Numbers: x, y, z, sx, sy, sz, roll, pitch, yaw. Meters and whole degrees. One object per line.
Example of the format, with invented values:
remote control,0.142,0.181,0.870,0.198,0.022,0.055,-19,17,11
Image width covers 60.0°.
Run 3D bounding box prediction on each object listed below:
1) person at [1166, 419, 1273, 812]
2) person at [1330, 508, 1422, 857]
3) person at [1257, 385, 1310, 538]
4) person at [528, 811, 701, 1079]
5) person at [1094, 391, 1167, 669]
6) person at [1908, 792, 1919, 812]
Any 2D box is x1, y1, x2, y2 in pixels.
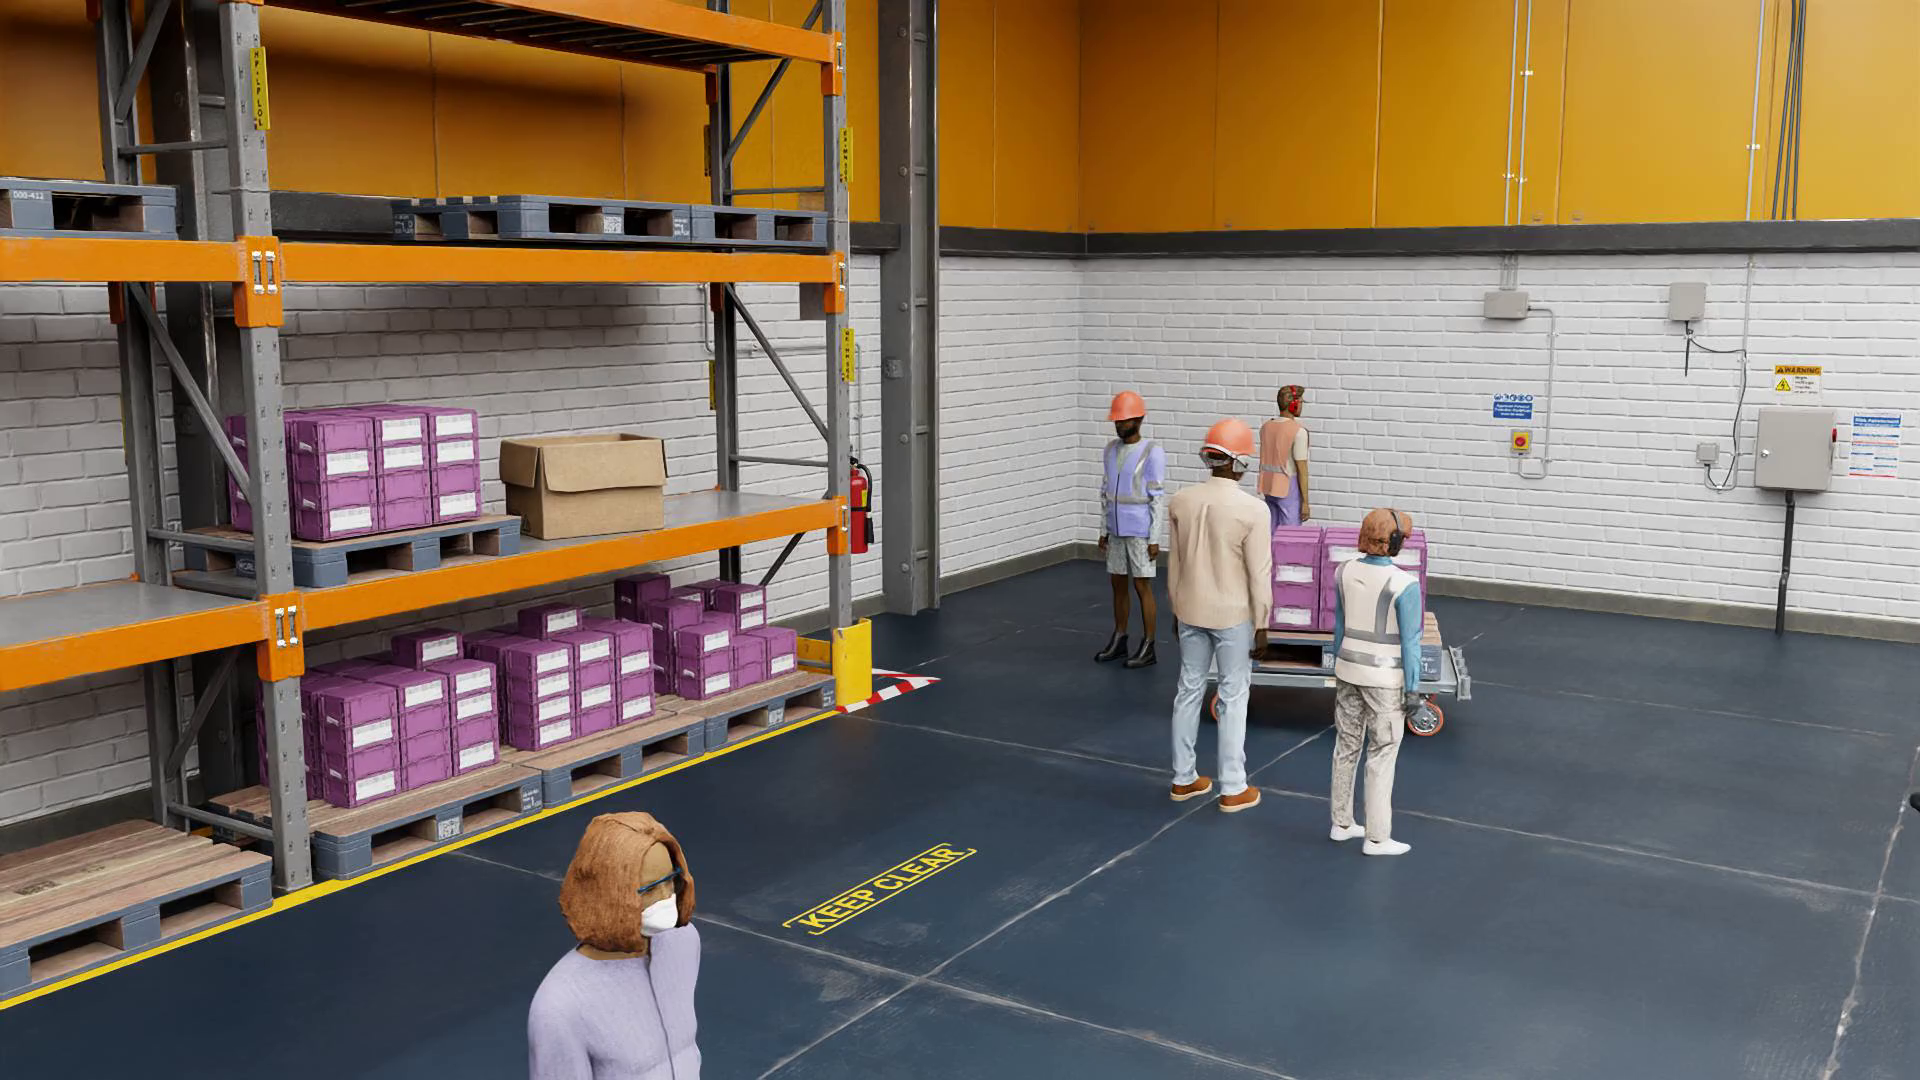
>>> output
person,1.318,0.378,8.443,0.613,1.988,0.399,8,12,42
person,1.928,0.660,7.754,0.317,1.631,0.523,-5,10,-31
person,2.642,-0.344,13.581,0.389,1.846,0.564,-5,10,-27
person,-0.657,1.335,3.354,0.276,1.633,0.507,4,10,24
person,1.171,-0.071,11.558,0.385,1.929,0.552,-7,11,-39
person,5.086,0.500,7.941,0.908,1.880,0.553,9,12,44
